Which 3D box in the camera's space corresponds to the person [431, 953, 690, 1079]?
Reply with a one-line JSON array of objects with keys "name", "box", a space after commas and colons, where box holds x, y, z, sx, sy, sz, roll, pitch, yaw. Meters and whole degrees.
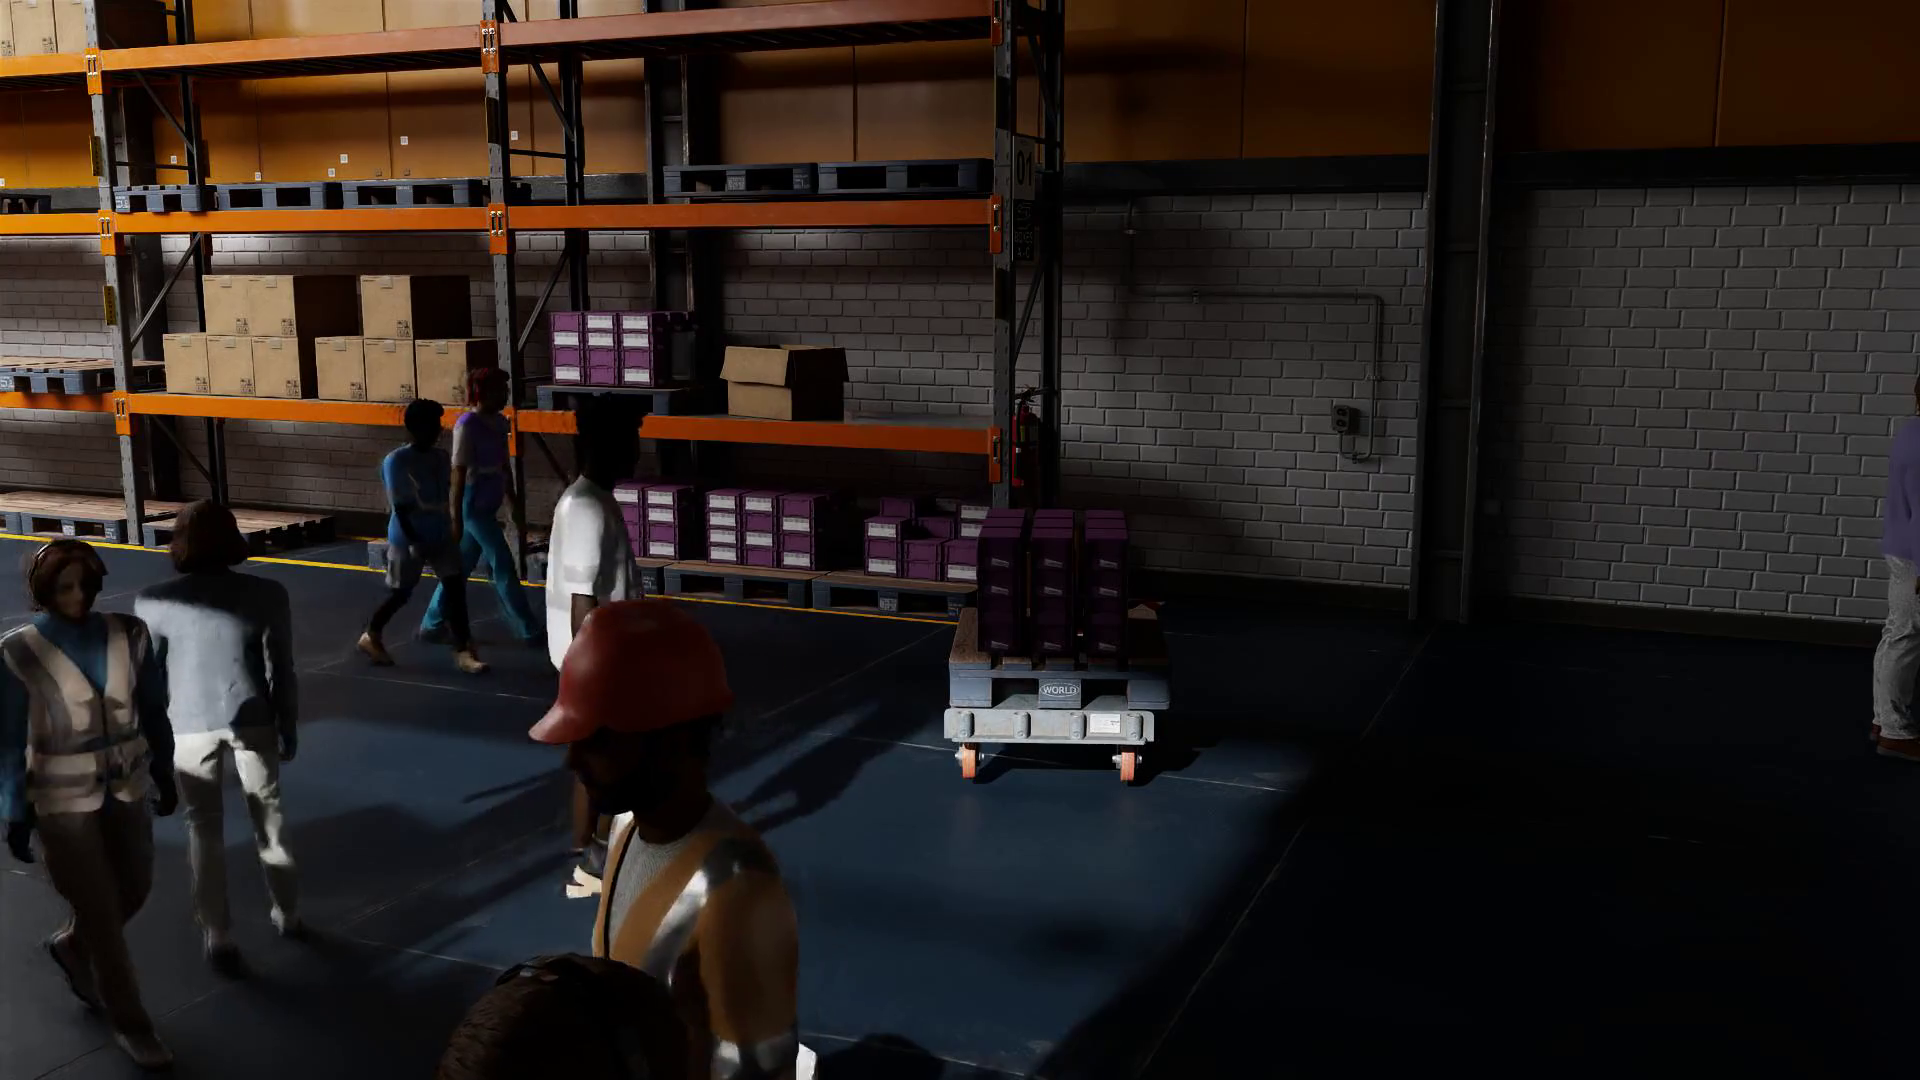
[{"name": "person", "box": [-0.323, 1.253, 1.550, 0.514, 1.844, 0.328, 4, 10, 22]}]

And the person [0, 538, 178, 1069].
[{"name": "person", "box": [-2.692, 0.776, 5.091, 0.671, 1.611, 0.536, 6, 11, 31]}]

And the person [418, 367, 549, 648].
[{"name": "person", "box": [-3.003, -0.195, 10.430, 0.973, 1.782, 0.565, 0, 9, 2]}]

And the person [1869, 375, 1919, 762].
[{"name": "person", "box": [4.715, 0.103, 8.157, 0.363, 1.939, 0.636, 4, 10, 24]}]

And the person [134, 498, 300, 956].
[{"name": "person", "box": [-2.590, 0.656, 5.820, 0.516, 1.614, 0.551, -4, 10, -25]}]

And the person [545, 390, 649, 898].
[{"name": "person", "box": [-1.301, 0.414, 6.242, 0.498, 1.947, 0.623, -2, 10, -11]}]

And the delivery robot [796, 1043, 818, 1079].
[{"name": "delivery robot", "box": [-0.703, 1.423, 4.113, 0.707, 0.478, 0.477, -8, 13, -40]}]

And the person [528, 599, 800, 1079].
[{"name": "person", "box": [-0.549, 1.042, 2.606, 0.665, 1.917, 0.560, -4, 10, -23]}]

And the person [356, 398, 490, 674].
[{"name": "person", "box": [-3.229, -0.024, 9.797, 0.825, 1.649, 0.521, 6, 11, 30]}]
